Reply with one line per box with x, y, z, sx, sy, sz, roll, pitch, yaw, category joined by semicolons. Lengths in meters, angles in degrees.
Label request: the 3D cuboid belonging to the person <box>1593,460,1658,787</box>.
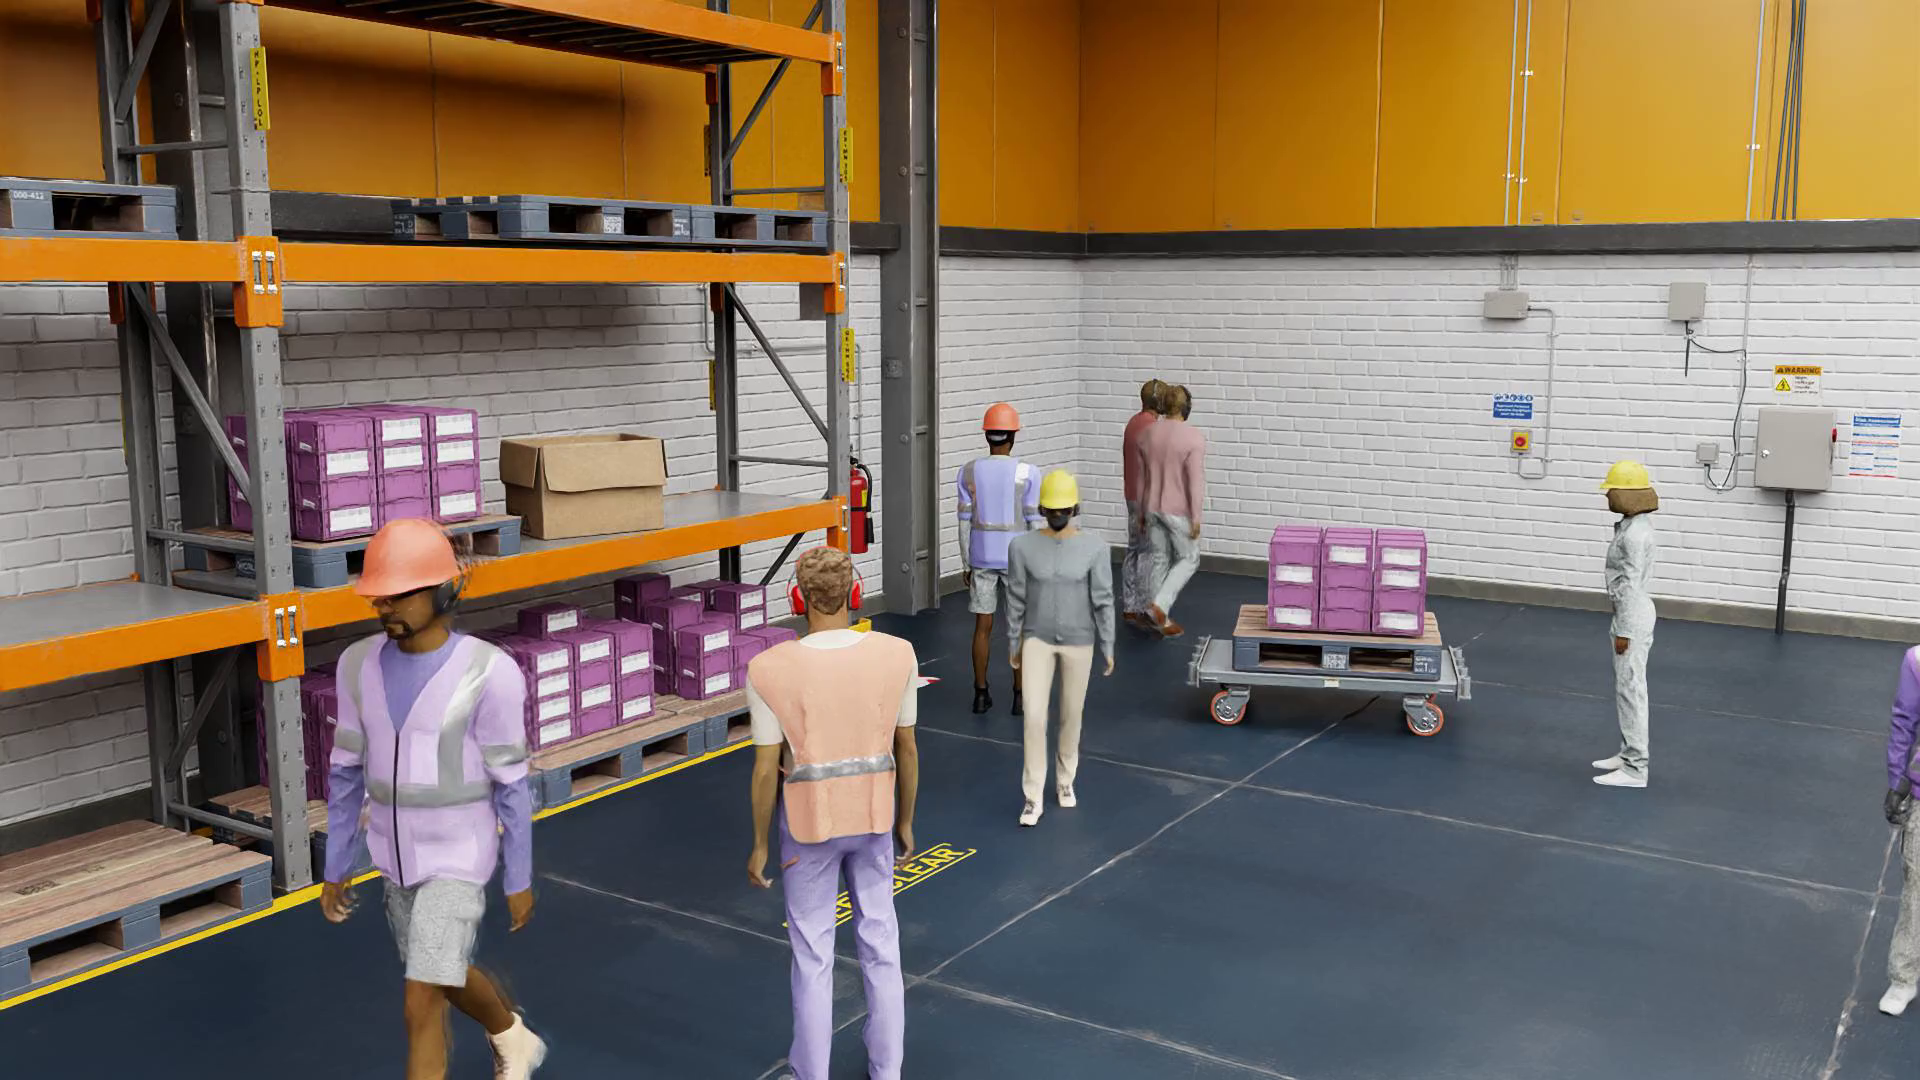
3.538;0.439;8.868;0.335;1.735;0.485;3;9;21;person

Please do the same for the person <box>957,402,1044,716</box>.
0.256;0.121;10.269;0.544;1.938;0.356;2;9;14;person

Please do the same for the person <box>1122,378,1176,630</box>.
1.450;-0.278;12.858;0.351;1.936;0.634;-2;9;-15;person

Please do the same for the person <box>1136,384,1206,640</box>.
1.523;-0.188;12.309;0.646;1.924;0.517;8;12;44;person

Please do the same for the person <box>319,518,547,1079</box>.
-1.537;0.908;4.934;0.618;2.005;1.013;3;9;22;person

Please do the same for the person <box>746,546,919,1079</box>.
-0.396;0.936;5.292;0.563;1.837;0.391;-3;9;-21;person

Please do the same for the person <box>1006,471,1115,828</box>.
0.493;0.533;8.213;0.543;1.735;0.775;0;9;3;person

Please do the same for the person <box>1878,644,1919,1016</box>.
3.593;0.936;5.943;0.522;1.636;0.310;6;10;32;person
